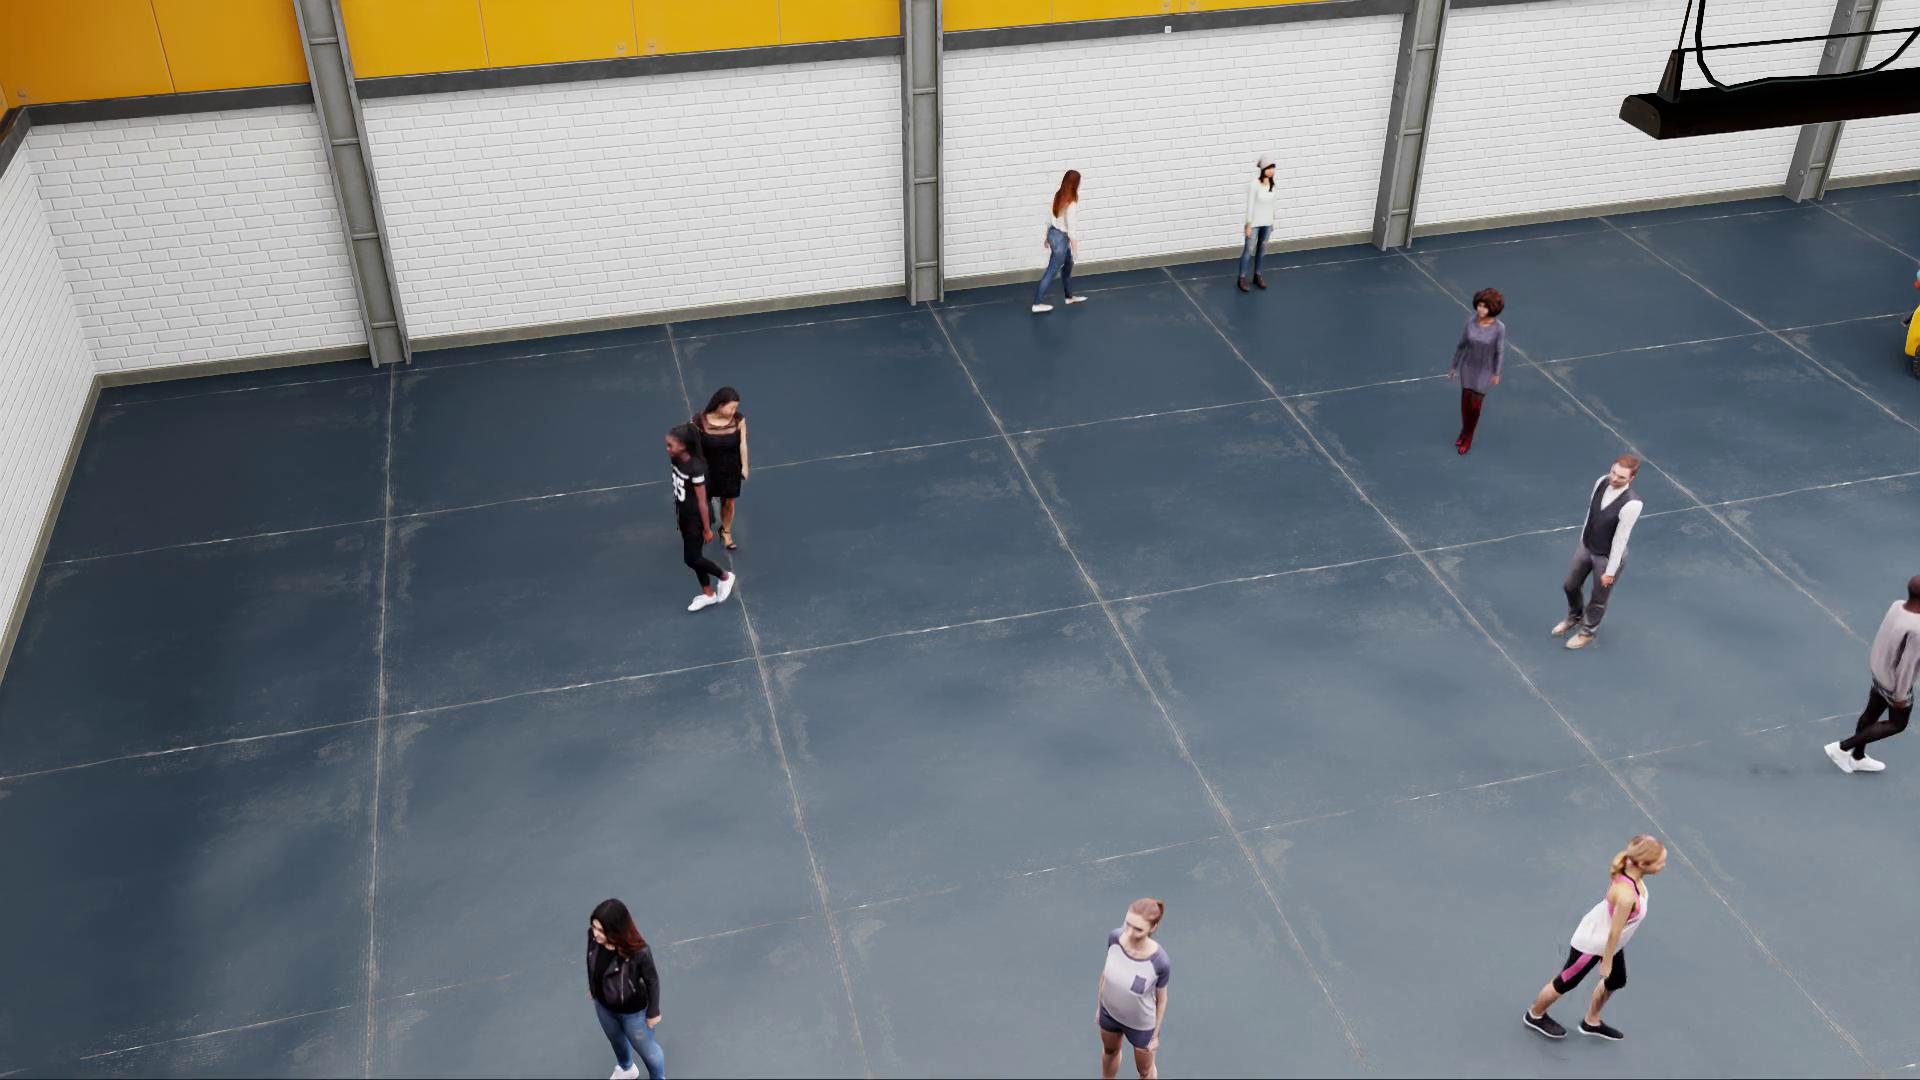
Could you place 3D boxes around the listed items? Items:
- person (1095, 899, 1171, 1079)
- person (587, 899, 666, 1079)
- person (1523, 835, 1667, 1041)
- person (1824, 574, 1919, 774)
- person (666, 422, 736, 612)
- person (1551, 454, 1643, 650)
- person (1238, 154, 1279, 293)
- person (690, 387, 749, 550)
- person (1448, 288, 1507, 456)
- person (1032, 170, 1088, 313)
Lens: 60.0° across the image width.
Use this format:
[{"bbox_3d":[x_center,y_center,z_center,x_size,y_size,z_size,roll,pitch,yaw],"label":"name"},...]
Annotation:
[{"bbox_3d":[0.985,2.712,9.534,0.687,1.769,0.731,24,40,31],"label":"person"},{"bbox_3d":[-1.951,2.692,9.686,0.721,1.634,0.783,17,37,24],"label":"person"},{"bbox_3d":[3.773,2.406,10.014,0.930,1.748,0.873,19,38,26],"label":"person"},{"bbox_3d":[6.690,0.999,12.113,0.838,1.767,0.754,2,34,4],"label":"person"},{"bbox_3d":[-2.157,-0.207,13.971,0.819,1.719,0.769,-26,42,-34],"label":"person"},{"bbox_3d":[5.188,0.078,13.369,0.688,1.911,0.730,-8,35,-12],"label":"person"},{"bbox_3d":[3.460,-3.684,19.269,0.489,1.645,0.657,-15,36,-21],"label":"person"},{"bbox_3d":[-2.176,-0.614,14.628,0.580,1.670,0.856,0,34,0],"label":"person"},{"bbox_3d":[5.075,-1.670,16.192,0.736,1.697,0.780,27,42,34],"label":"person"},{"bbox_3d":[1.048,-3.343,18.720,0.904,1.685,0.586,-12,36,-18],"label":"person"}]
